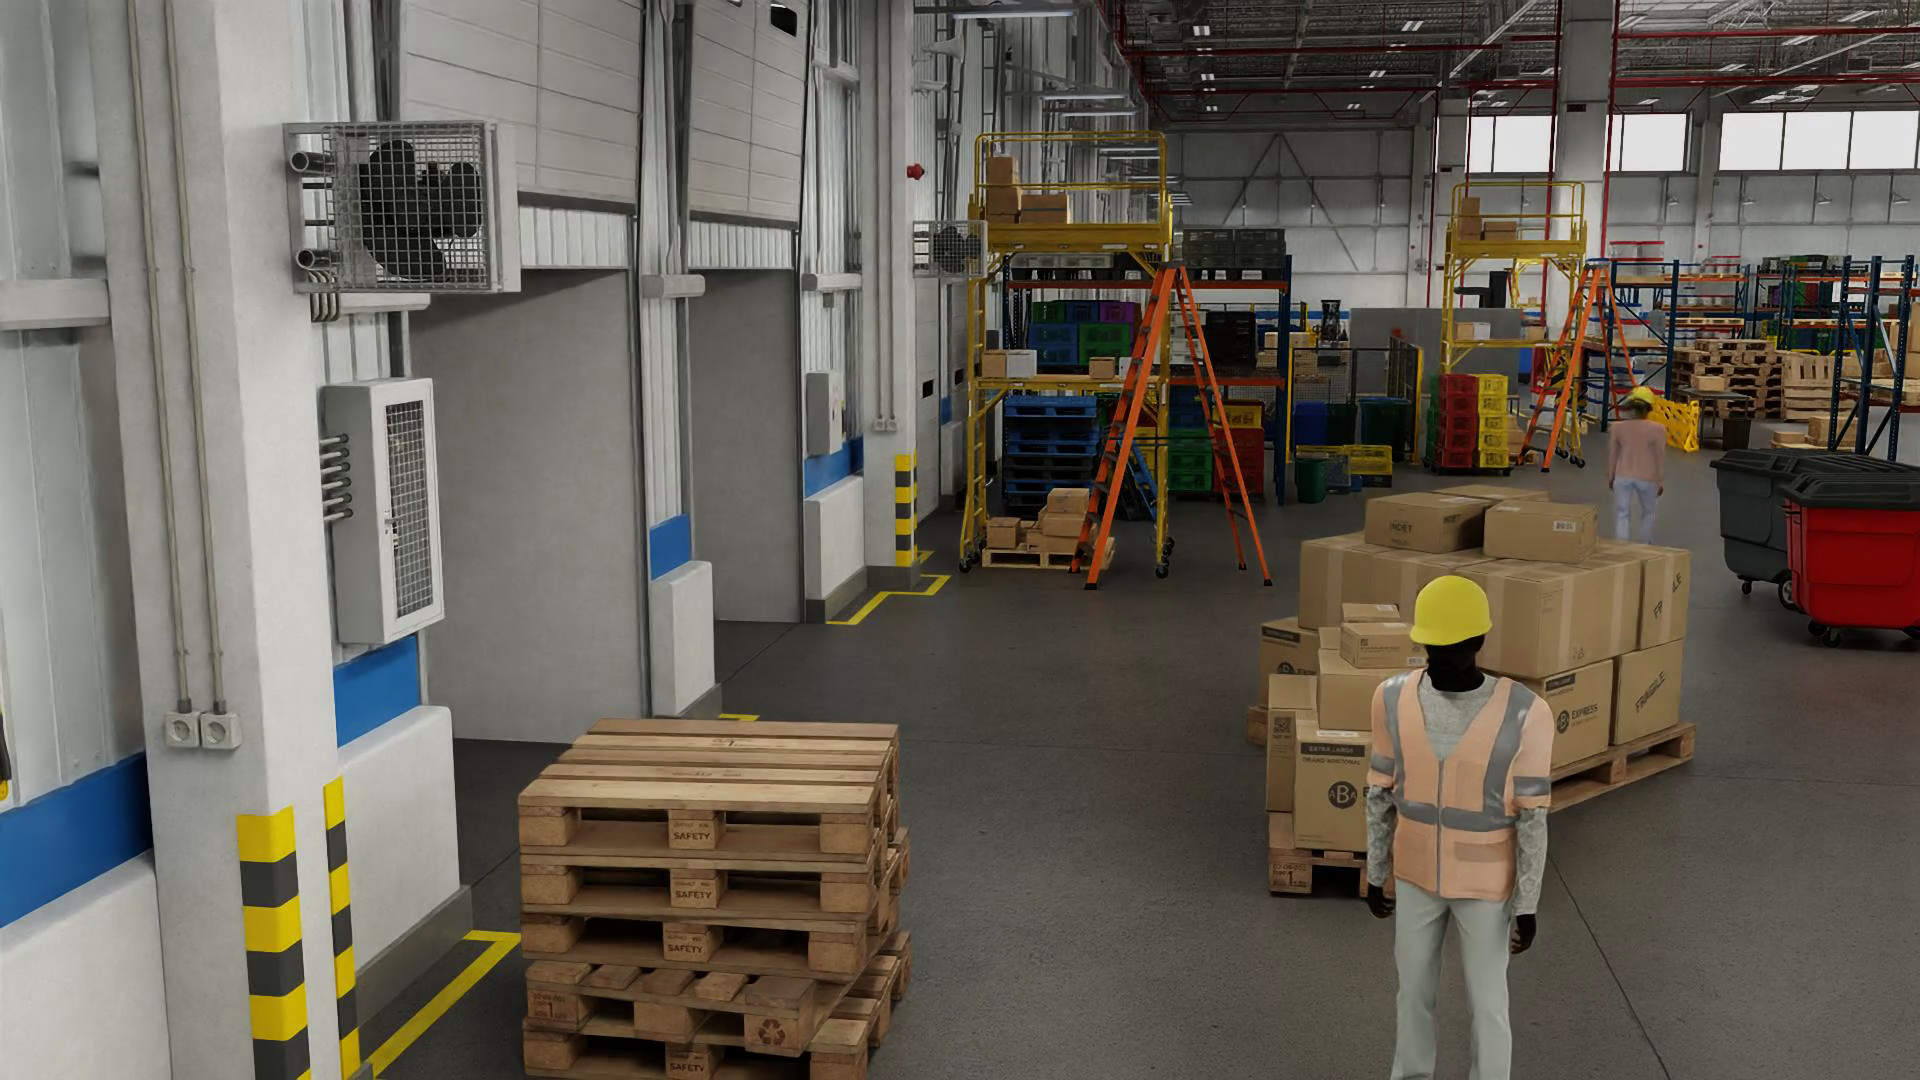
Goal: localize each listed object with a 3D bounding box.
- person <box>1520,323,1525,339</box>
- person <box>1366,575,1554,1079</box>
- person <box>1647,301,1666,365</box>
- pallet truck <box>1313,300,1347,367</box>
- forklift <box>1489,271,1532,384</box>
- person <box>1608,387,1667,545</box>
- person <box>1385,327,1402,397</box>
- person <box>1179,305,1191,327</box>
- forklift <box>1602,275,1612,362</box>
[{"bbox_3d":[14.770,-5.060,43.930,0.848,1.595,0.516,-4,10,-22],"label":"person"},{"bbox_3d":[1.543,1.052,5.242,0.585,1.920,0.395,7,11,36],"label":"person"},{"bbox_3d":[20.982,-6.234,50.113,0.373,1.940,0.628,-5,11,-29],"label":"person"},{"bbox_3d":[11.159,-6.200,49.718,0.823,1.965,1.885,4,10,26],"label":"pallet truck"},{"bbox_3d":[13.422,-5.322,41.591,1.873,2.768,1.129,1,9,9],"label":"forklift"},{"bbox_3d":[6.481,-0.589,15.897,0.545,1.733,0.813,6,11,33],"label":"person"},{"bbox_3d":[7.913,-2.902,29.890,0.590,1.844,0.986,-3,10,-20],"label":"person"},{"bbox_3d":[6.012,-5.319,44.517,0.386,1.928,0.549,2,9,13],"label":"person"},{"bbox_3d":[17.242,-6.004,45.794,1.129,2.768,1.873,7,11,35],"label":"forklift"}]
